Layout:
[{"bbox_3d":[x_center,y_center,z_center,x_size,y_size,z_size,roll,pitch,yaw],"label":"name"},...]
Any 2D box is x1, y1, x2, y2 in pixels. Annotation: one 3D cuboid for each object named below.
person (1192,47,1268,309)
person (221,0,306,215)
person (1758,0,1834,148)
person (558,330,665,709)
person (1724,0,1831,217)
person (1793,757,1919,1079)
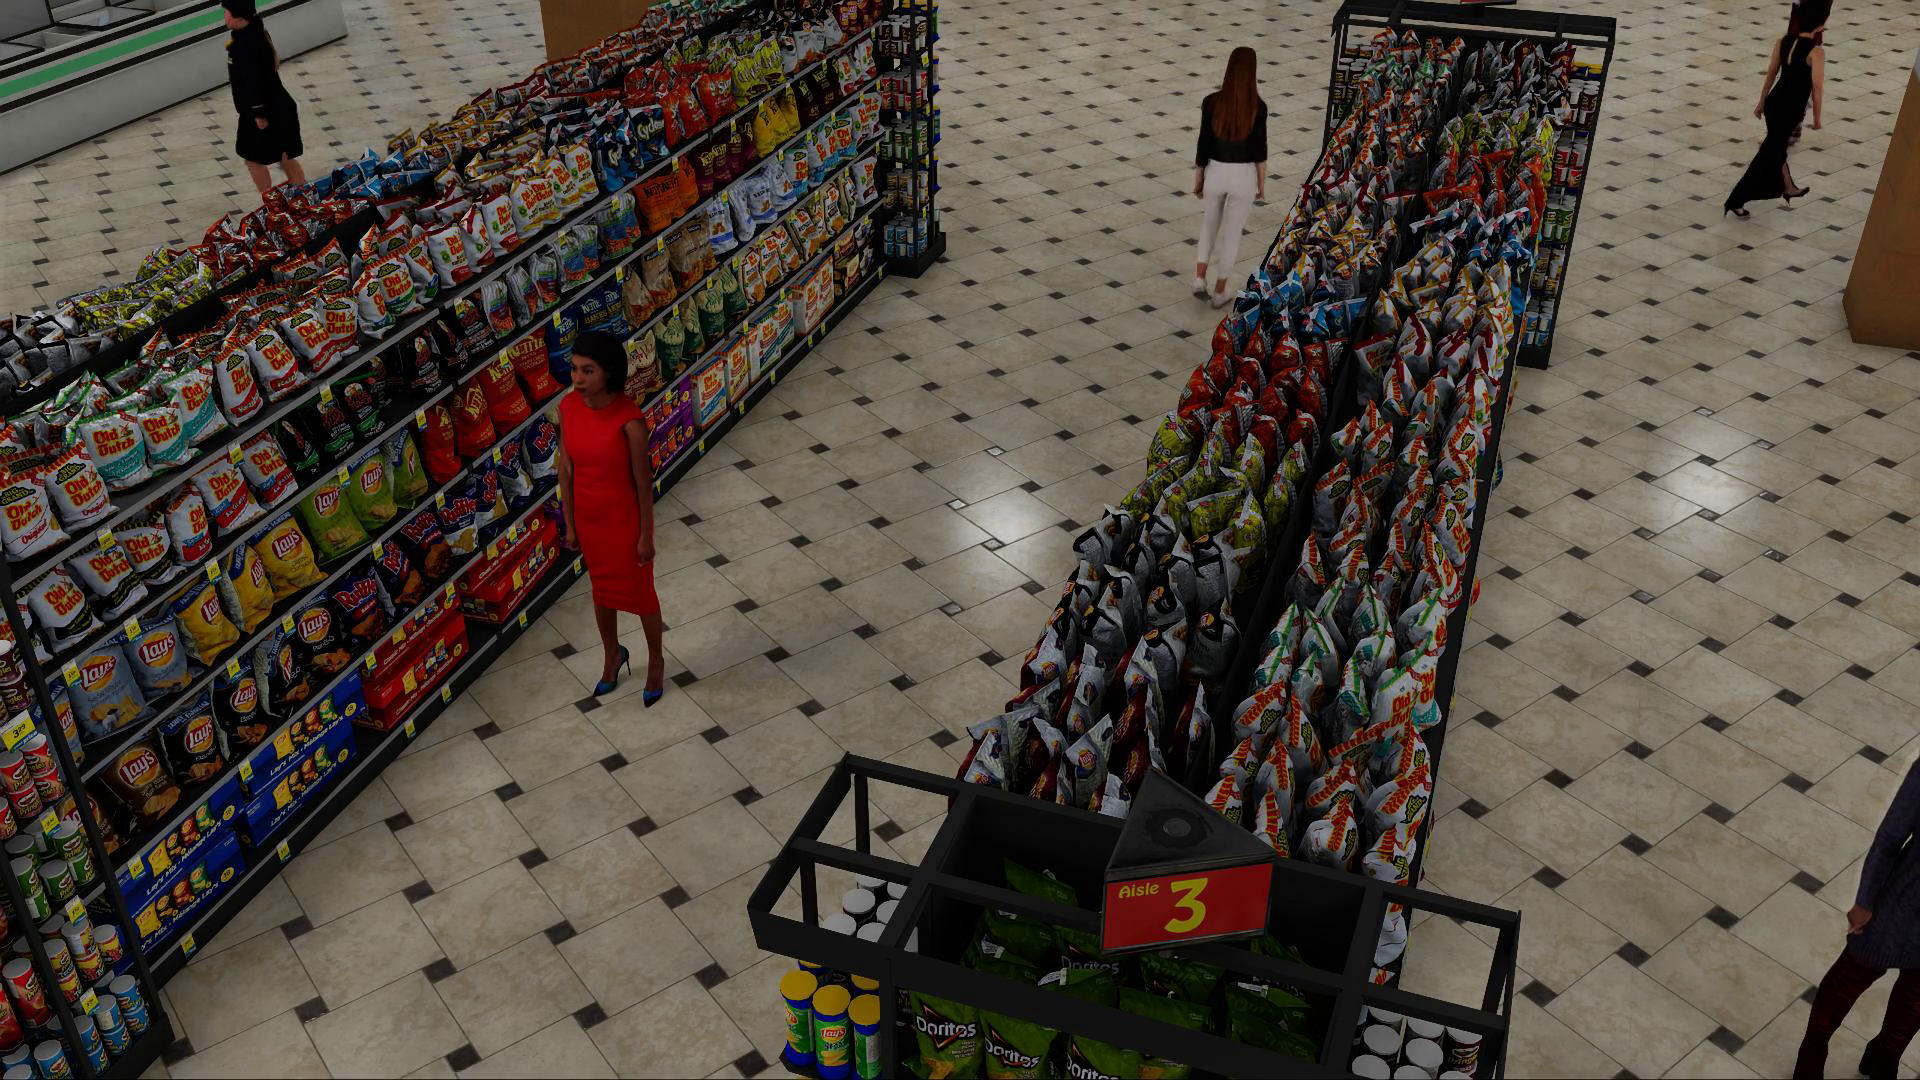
[{"bbox_3d":[1.690,-2.255,10.551,0.607,1.694,0.628,14,35,21],"label":"person"},{"bbox_3d":[-4.863,-3.045,11.854,0.922,1.657,0.821,-5,32,-7],"label":"person"},{"bbox_3d":[6.762,-3.984,13.322,0.606,1.702,0.738,-24,39,-34],"label":"person"},{"bbox_3d":[-1.453,-0.073,6.997,0.559,1.743,0.481,11,34,17],"label":"person"},{"bbox_3d":[5.845,-3.044,11.949,1.036,1.556,1.035,-10,33,-16],"label":"person"},{"bbox_3d":[2.970,1.121,5.110,0.602,1.710,0.540,7,33,10],"label":"person"}]
